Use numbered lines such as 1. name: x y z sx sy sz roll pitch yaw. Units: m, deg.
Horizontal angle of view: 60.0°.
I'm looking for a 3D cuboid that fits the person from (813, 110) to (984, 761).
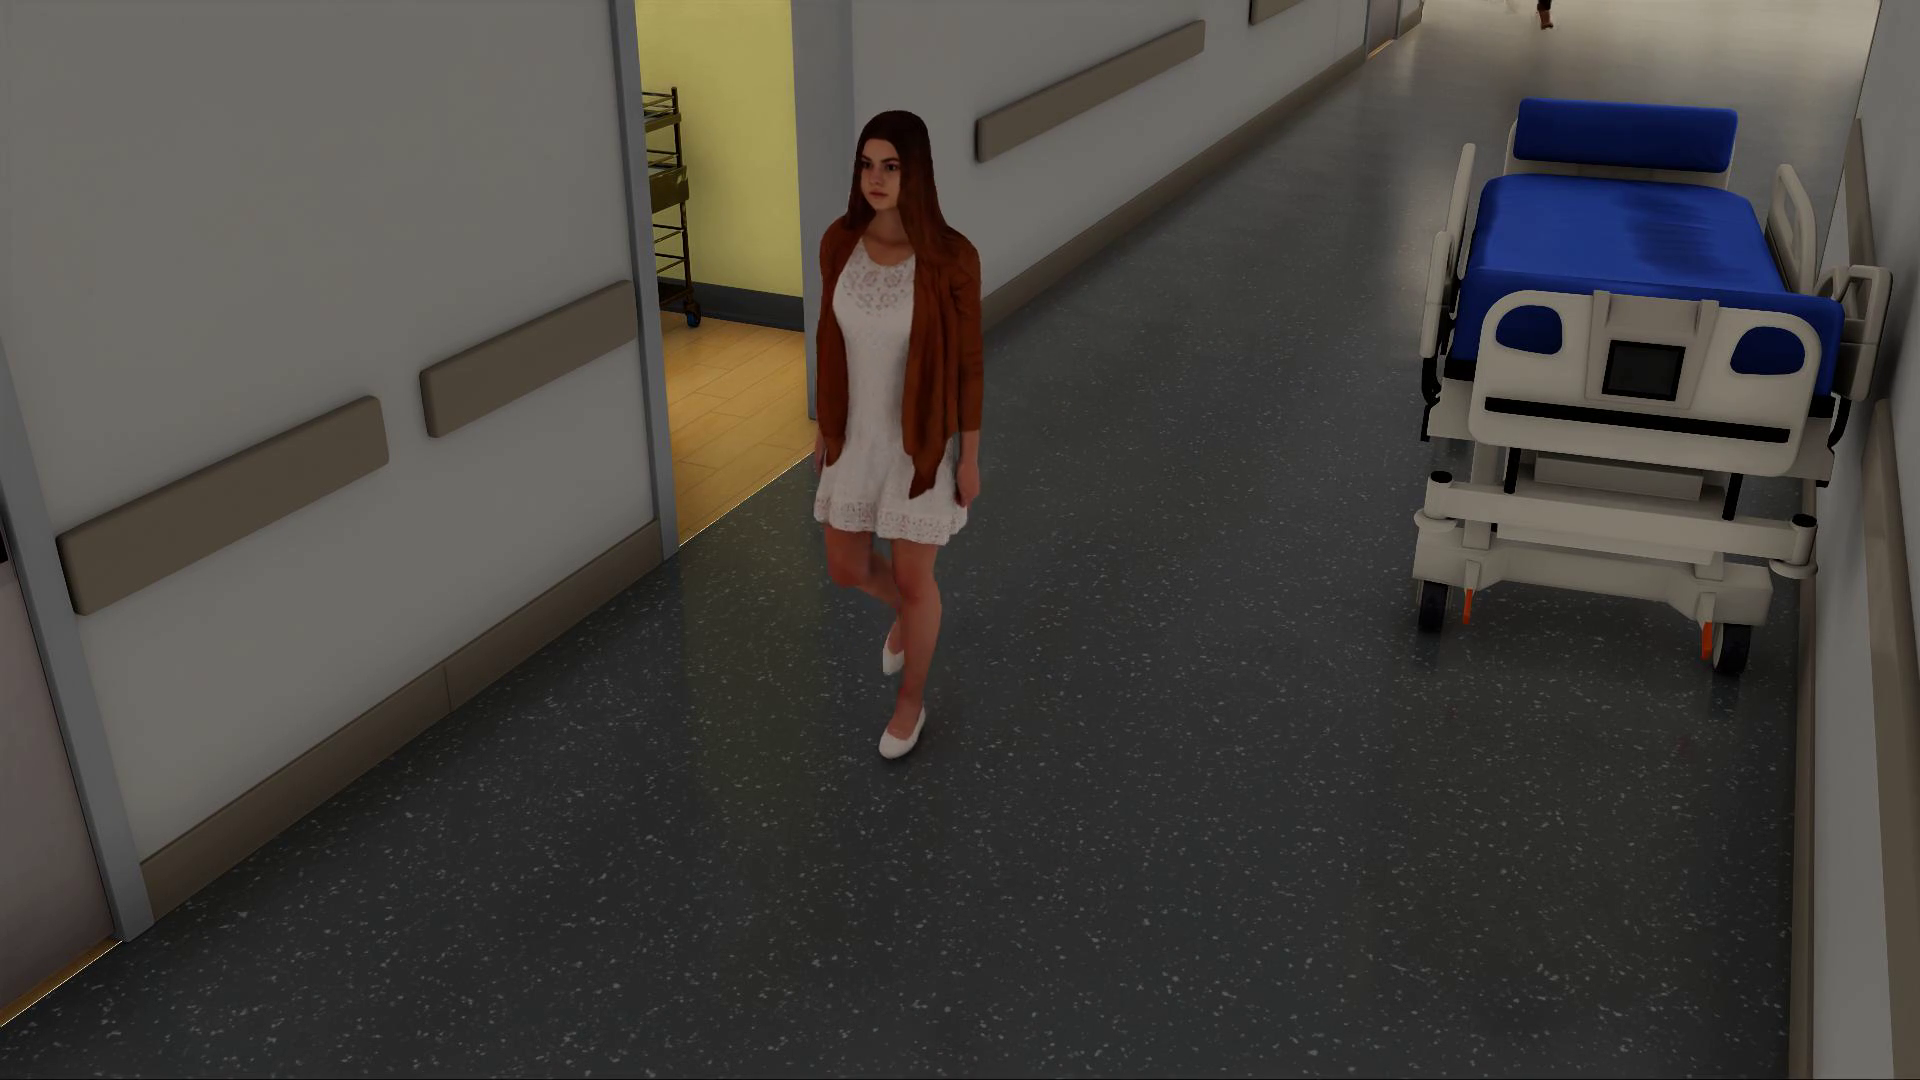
1. person: -0.142 -0.285 4.356 0.691 1.711 0.695 10 28 21
